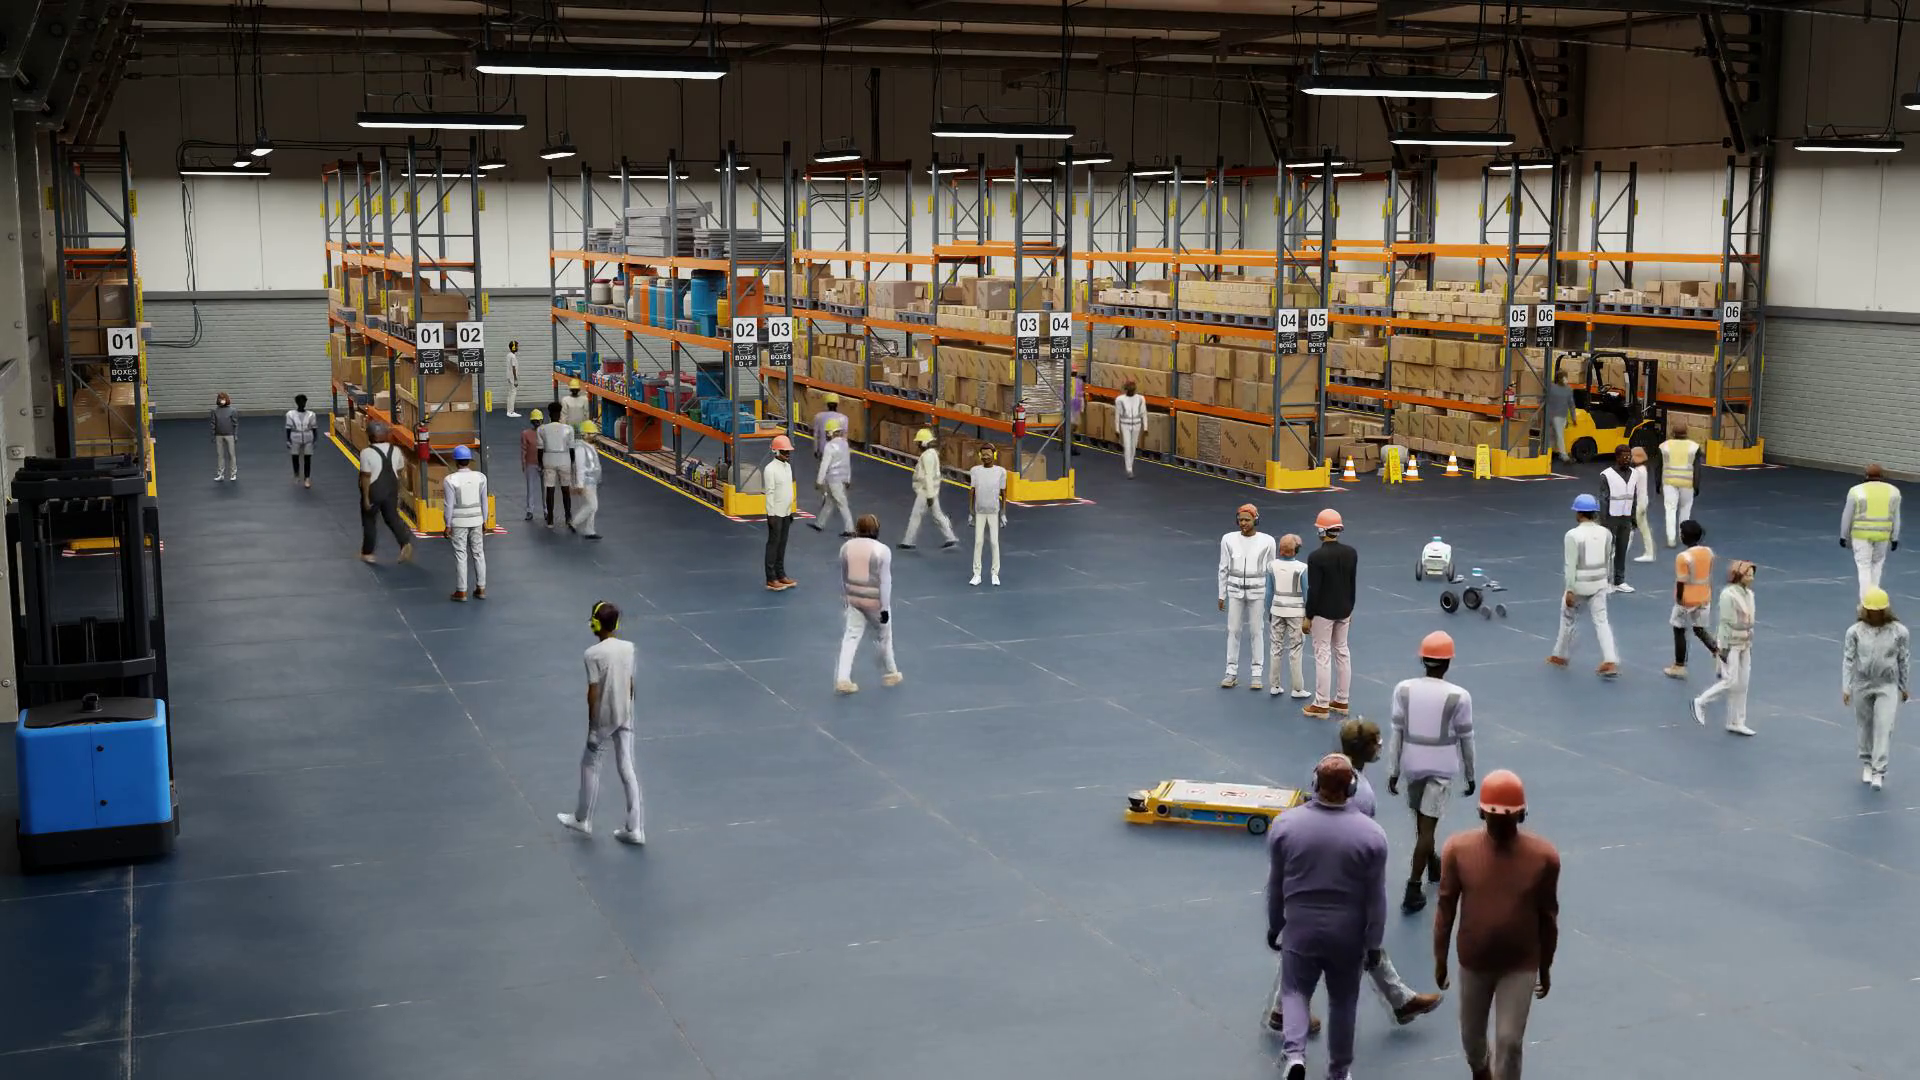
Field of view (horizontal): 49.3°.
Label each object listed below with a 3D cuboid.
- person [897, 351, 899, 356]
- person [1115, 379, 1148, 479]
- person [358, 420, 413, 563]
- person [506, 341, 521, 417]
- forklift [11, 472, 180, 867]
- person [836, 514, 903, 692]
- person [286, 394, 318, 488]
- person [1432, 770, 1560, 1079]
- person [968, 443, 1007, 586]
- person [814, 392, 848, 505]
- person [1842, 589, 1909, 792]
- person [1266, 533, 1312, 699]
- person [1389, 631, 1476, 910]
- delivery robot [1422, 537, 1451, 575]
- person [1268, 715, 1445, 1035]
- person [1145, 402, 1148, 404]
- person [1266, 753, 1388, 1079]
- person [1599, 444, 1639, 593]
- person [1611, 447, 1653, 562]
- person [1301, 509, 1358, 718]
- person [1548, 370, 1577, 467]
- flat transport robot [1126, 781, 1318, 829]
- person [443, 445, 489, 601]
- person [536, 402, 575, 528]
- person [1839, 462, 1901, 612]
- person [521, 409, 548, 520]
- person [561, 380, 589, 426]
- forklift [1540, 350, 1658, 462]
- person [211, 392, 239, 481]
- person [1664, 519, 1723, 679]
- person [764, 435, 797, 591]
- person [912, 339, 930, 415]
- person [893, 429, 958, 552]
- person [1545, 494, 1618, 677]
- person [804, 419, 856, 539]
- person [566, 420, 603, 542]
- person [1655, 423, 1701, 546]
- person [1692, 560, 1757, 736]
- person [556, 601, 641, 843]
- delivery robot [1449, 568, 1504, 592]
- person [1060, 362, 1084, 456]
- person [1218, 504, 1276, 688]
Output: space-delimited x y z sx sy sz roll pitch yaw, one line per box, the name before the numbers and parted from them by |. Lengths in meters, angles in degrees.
person | -1.498 -3.388 47.089 0.605 2.045 0.376 2 9 12
person | 3.181 -2.099 39.165 0.582 1.852 0.945 -1 9 -8
person | -8.036 -0.673 29.138 0.918 2.000 0.688 7 11 39
person | -11.000 -3.964 51.542 0.320 1.862 0.510 -4 9 -25
forklift | -6.630 0.886 15.957 1.129 2.768 1.873 -3 9 -21
person | -0.946 0.628 21.151 0.641 1.798 0.950 5 10 32
person | -11.762 -1.774 37.466 0.553 1.687 0.353 -4 9 -24
person | 2.745 2.105 10.748 0.618 1.969 0.808 2 9 16
person | 0.360 -0.343 27.360 0.516 1.873 0.329 1 9 8
person | -2.168 -1.538 35.235 0.581 1.898 0.910 0 9 -3
person | 7.591 1.239 17.385 0.499 1.683 0.916 4 10 27
person | 3.269 0.753 20.804 0.512 1.645 0.307 7 11 39
person | 3.309 1.565 14.590 0.565 1.878 1.006 5 10 31
delivery robot | 6.357 0.202 27.923 0.477 0.478 0.707 2 9 16
person | 2.287 1.940 12.077 1.065 1.879 0.648 0 9 1
person | 4.296 -3.473 48.174 0.618 1.876 0.960 -2 9 -14
person | 1.944 2.083 11.129 0.651 1.886 0.644 2 9 13
person | 8.415 -0.282 26.826 0.591 1.912 0.382 -4 10 -27
person | 9.360 -0.496 29.254 0.773 1.596 0.518 2 9 12
person | 3.525 0.694 20.026 0.609 1.996 0.379 -6 10 -33
person | 11.729 -2.370 40.841 0.650 1.877 1.061 -5 10 -28
flat transport robot | 2.077 2.097 16.542 1.431 0.197 0.652 2 9 16
person | -6.206 -0.216 26.265 0.615 1.943 0.405 -8 12 -42
person | -6.274 -1.170 32.577 0.603 1.959 0.375 -1 9 -7
person | 11.074 -0.052 25.576 0.652 1.813 0.762 1 9 4
person | -6.749 -1.207 33.461 0.525 1.769 0.319 -1 9 -7
person | -7.355 -2.187 40.103 0.542 1.722 0.862 -2 9 -15
forklift | 12.897 -2.725 42.309 2.313 2.155 1.214 -3 9 -21
person | -13.552 -1.911 38.590 0.507 1.636 0.274 0 9 1
person | 7.586 0.624 21.539 0.536 1.674 0.650 -5 10 -28
person | -2.315 -0.363 27.080 0.396 1.993 0.618 3 9 21
person | -0.948 -4.050 52.027 0.928 1.896 0.669 7 11 40
person | -0.463 -0.718 30.160 0.941 1.786 0.610 1 9 8
person | 6.561 0.466 21.885 0.637 1.903 1.010 -3 9 -22
person | -1.958 -0.920 31.518 0.955 1.773 0.593 3 9 21
person | -5.549 -0.876 31.118 0.461 1.811 0.588 0 9 3
person | 10.564 -0.830 30.830 0.645 1.794 0.978 3 9 21
person | 7.114 0.981 19.330 0.538 1.621 0.493 -7 11 -40
person | -2.761 1.376 16.034 0.881 1.829 0.550 7 11 40
delivery robot | 6.255 0.460 25.340 0.335 0.223 0.698 -6 10 -35
person | 2.278 -2.720 43.072 0.549 1.918 0.757 -4 9 -25
person | 2.909 0.567 21.249 0.585 1.882 0.337 3 9 18
